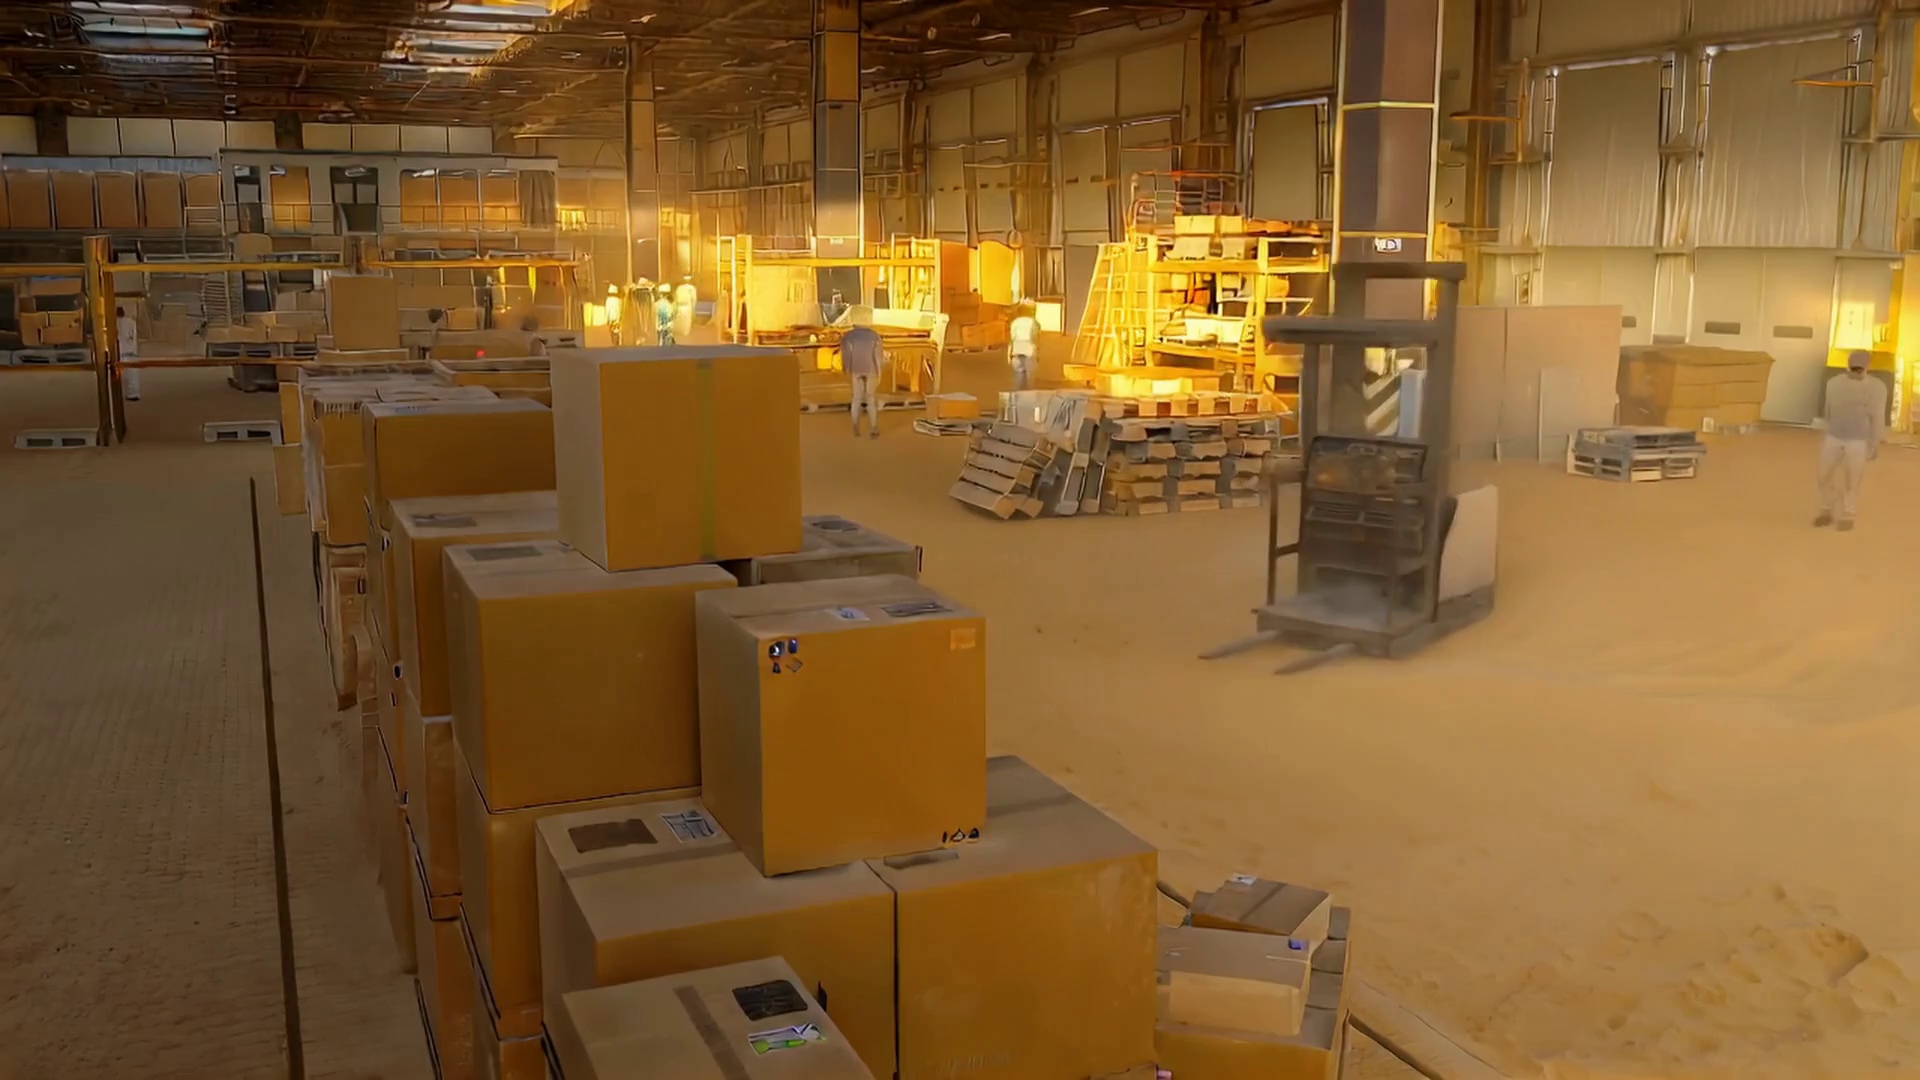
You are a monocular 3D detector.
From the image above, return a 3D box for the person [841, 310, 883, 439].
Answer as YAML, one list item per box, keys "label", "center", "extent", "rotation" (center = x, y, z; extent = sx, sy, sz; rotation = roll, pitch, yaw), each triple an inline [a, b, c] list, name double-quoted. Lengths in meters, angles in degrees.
- label: "person"
  center: [-1.465, -2.479, 24.957]
  extent: [0.627, 1.936, 0.376]
  rotation: [1, 10, 8]

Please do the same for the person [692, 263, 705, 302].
- label: "person"
  center: [-11.634, -11.398, 74.085]
  extent: [0.625, 1.938, 1.023]
  rotation: [3, 11, 18]

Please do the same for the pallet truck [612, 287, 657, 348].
- label: "pallet truck"
  center: [-6.464, -4.406, 35.401]
  extent: [0.823, 1.965, 1.885]
  rotation: [6, 12, 32]

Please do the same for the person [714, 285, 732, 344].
- label: "person"
  center: [-5.083, -4.532, 36.141]
  extent: [0.559, 1.982, 0.620]
  rotation: [5, 11, 26]

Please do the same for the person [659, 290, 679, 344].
- label: "person"
  center: [-6.525, -4.682, 37.353]
  extent: [0.430, 1.845, 0.619]
  rotation: [-2, 11, -13]

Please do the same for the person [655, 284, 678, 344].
- label: "person"
  center: [-6.946, -5.080, 39.353]
  extent: [0.581, 1.919, 0.395]
  rotation: [-8, 13, -36]

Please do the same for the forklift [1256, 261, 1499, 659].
- label: "forklift"
  center: [3.252, -0.703, 12.558]
  extent: [1.129, 2.768, 1.873]
  rotation: [9, 13, 40]

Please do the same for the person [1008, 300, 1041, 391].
- label: "person"
  center: [1.198, -3.398, 30.125]
  extent: [0.590, 1.894, 0.731]
  rotation: [3, 11, 18]

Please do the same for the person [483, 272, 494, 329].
- label: "person"
  center: [-14.964, -7.539, 52.878]
  extent: [0.368, 1.932, 0.623]
  rotation: [-1, 10, -4]

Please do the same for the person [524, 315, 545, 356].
- label: "person"
  center: [-6.554, -2.550, 25.656]
  extent: [0.544, 1.819, 0.616]
  rotation: [5, 11, 24]

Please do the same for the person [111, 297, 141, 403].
- label: "person"
  center: [-15.309, -3.470, 30.440]
  extent: [0.594, 1.924, 0.382]
  rotation: [3, 11, 18]

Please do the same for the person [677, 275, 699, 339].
- label: "person"
  center: [-8.095, -6.976, 49.819]
  extent: [0.639, 1.900, 0.938]
  rotation: [4, 11, 22]

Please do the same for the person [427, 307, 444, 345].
- label: "person"
  center: [-10.019, -3.609, 31.838]
  extent: [0.317, 1.695, 0.540]
  rotation: [-7, 12, -34]

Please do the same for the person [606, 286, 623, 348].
- label: "person"
  center: [-9.133, -5.825, 43.934]
  extent: [0.492, 1.740, 0.316]
  rotation: [3, 11, 15]

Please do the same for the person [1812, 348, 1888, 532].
- label: "person"
  center: [9.089, -1.010, 16.954]
  extent: [0.516, 1.897, 0.651]
  rotation: [-8, 13, -37]
